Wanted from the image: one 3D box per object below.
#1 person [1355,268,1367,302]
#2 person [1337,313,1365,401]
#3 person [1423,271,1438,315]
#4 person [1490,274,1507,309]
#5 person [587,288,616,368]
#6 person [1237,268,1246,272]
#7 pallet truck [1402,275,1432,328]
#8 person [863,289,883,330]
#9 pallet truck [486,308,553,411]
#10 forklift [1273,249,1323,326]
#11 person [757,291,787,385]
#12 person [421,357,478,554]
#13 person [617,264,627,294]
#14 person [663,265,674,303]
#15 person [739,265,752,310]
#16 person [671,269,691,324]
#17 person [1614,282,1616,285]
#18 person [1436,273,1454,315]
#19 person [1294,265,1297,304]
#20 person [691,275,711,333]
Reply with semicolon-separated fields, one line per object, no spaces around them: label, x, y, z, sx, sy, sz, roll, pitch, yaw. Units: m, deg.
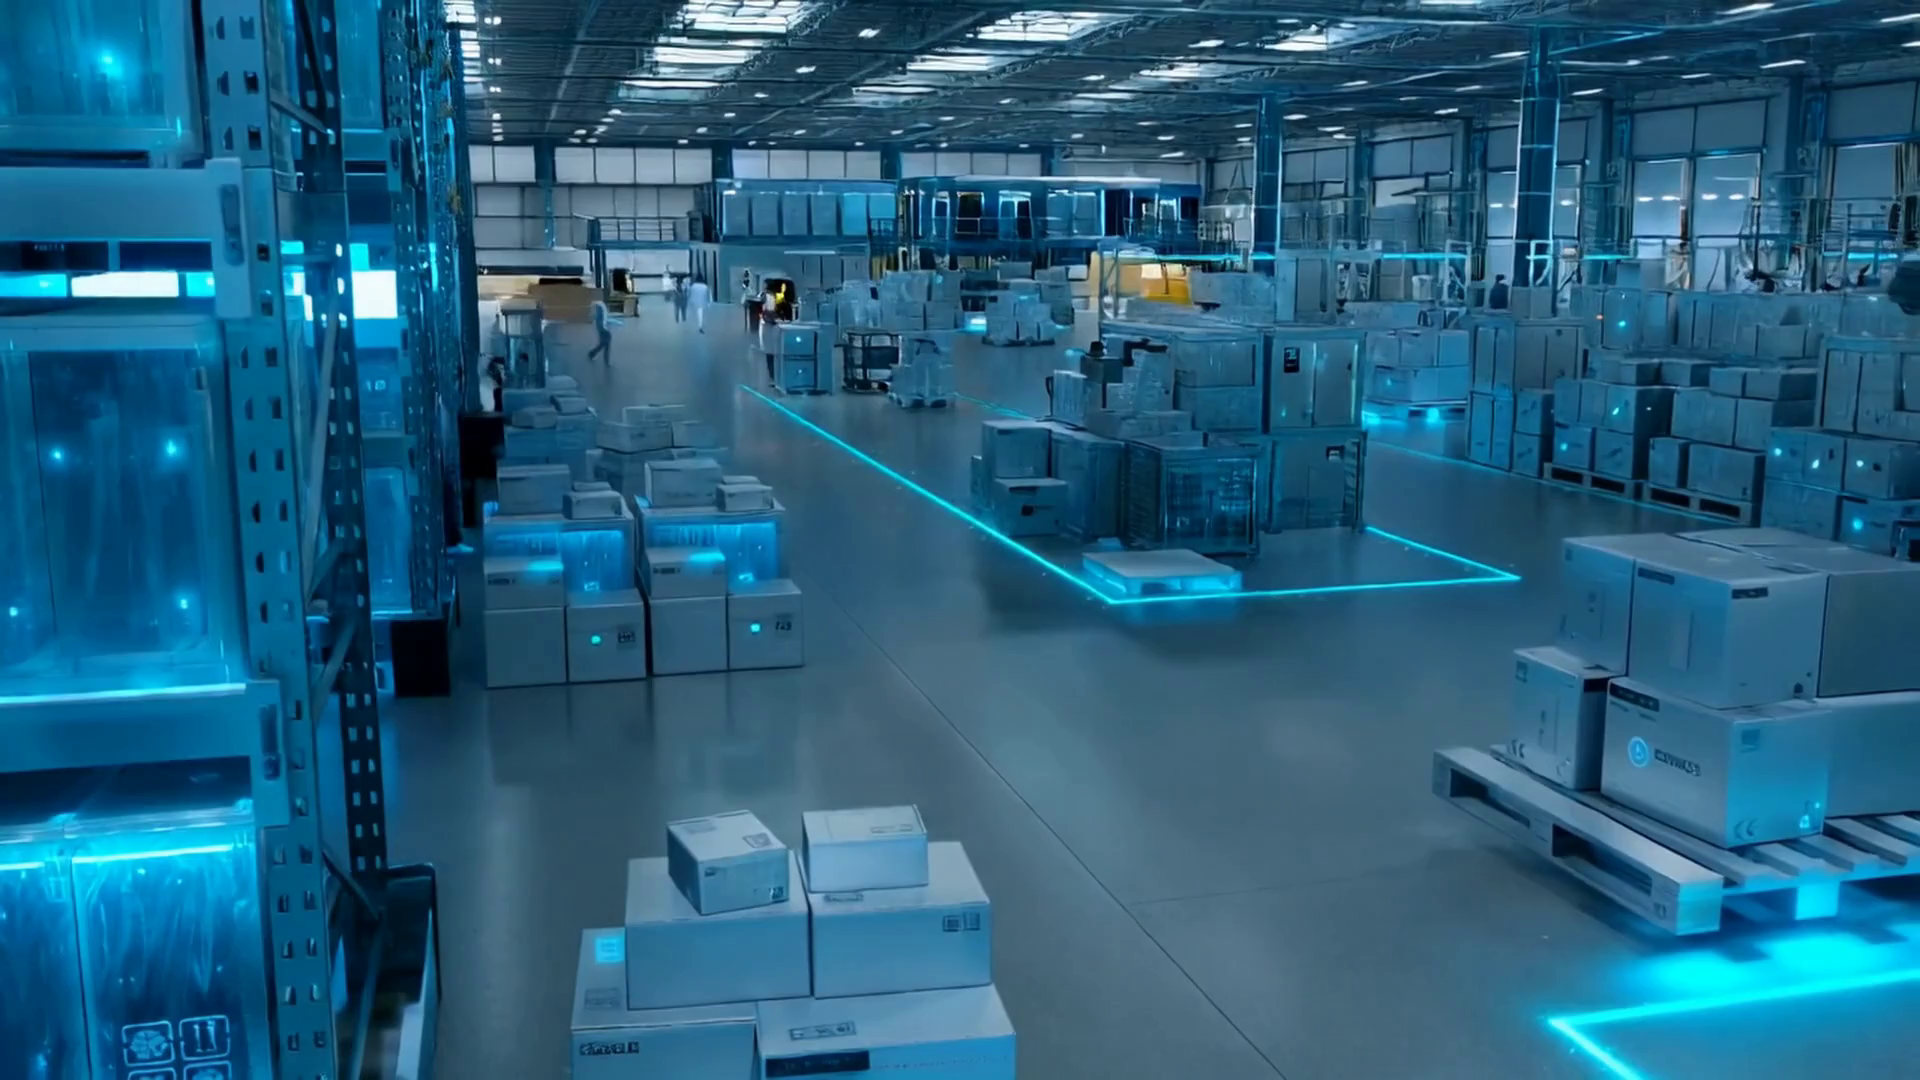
person;17.643;-10.991;73.101;1.050;1.946;0.628;-6;12;-31
person;5.153;-2.052;22.321;0.611;1.988;0.391;-3;10;-14
person;18.480;-9.641;65.562;0.635;1.888;0.828;-1;10;-8
person;17.424;-7.593;53.740;0.653;1.971;0.690;-4;11;-22
person;-8.488;-5.014;39.342;0.552;1.901;0.596;1;10;4
person;16.281;-15.013;95.895;0.617;1.926;0.769;-1;10;-5
pallet truck;14.620;-7.324;52.145;0.823;1.965;1.885;8;13;40
person;-2.426;-6.249;46.980;0.546;1.647;0.881;-3;10;-15
pallet truck;-6.242;-2.418;24.362;0.823;1.965;1.885;1;10;3
forklift;4.855;-2.824;24.162;1.873;2.768;1.129;-3;10;-15
person;-3.895;-4.184;34.496;0.628;1.945;0.425;1;10;5
person;-5.007;-0.761;15.359;0.891;1.877;0.655;-7;12;-34
person;-18.654;-14.339;92.147;0.610;1.885;0.902;-8;13;-40
person;-14.733;-12.943;84.217;0.546;1.914;0.722;-6;12;-30
person;-9.734;-11.490;75.629;0.605;2.036;0.388;-3;10;-14
person;-10.314;-9.014;61.594;0.690;2.000;0.537;-1;10;-5
person;19.180;-6.644;48.677;0.519;1.865;0.328;-3;10;-14
person;19.477;-9.830;66.881;0.698;1.807;0.454;2;10;9
person;16.725;-12.711;82.870;0.583;1.913;0.551;-9;13;-42
person;-8.530;-7.744;54.768;0.640;1.920;0.833;1;10;3
